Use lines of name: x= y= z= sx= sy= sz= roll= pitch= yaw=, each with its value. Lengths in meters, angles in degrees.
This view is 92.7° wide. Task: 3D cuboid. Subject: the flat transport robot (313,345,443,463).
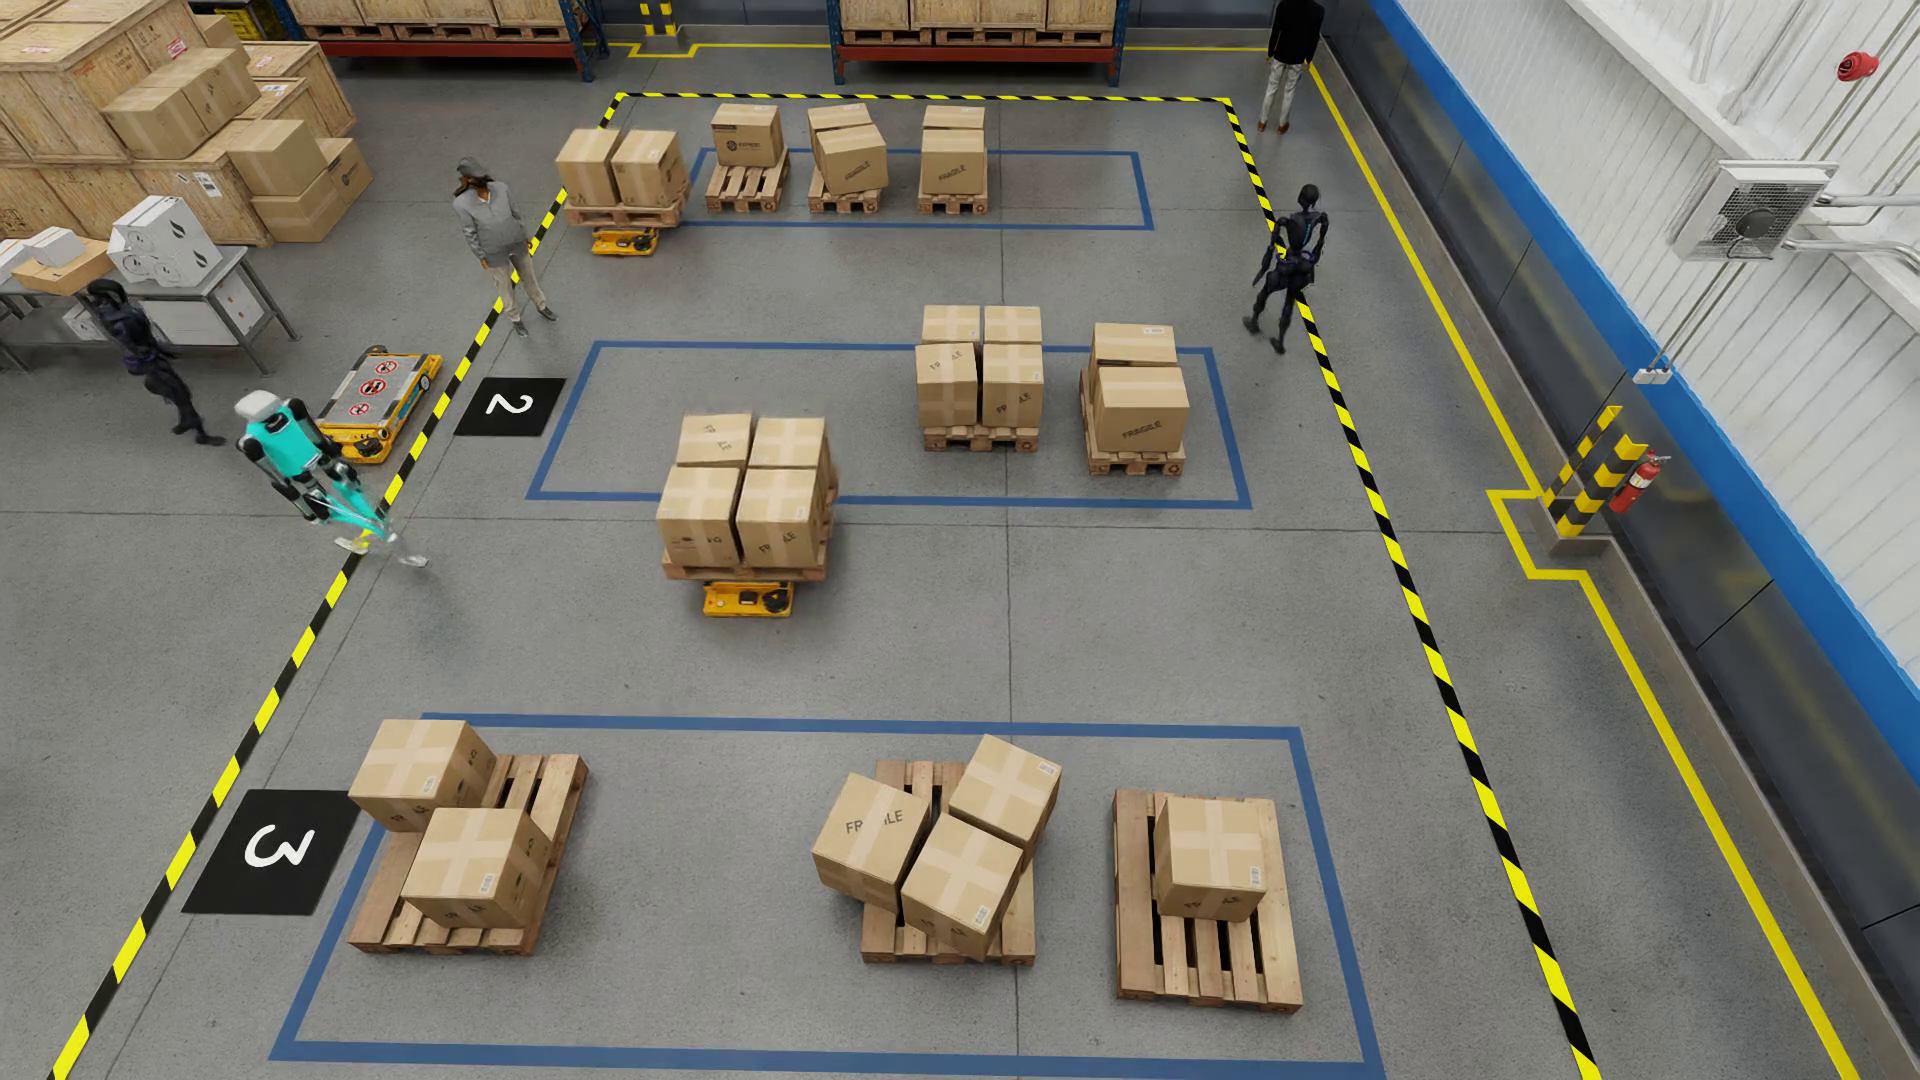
flat transport robot: x=-5.383 y=-1.269 z=8.441 sx=0.659 sy=0.231 sz=1.431 roll=1 pitch=50 yaw=1

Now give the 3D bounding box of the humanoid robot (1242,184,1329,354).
humanoid robot: x=3.086 y=-2.574 z=8.627 sx=0.583 sy=1.638 sz=0.604 roll=-7 pitch=50 yaw=-6

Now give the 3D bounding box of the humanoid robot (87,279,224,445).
humanoid robot: x=-6.778 y=-1.467 z=7.686 sx=0.449 sy=1.632 sz=0.609 roll=-26 pitch=55 yaw=-21

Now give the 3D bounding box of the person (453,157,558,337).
person: x=-4.374 y=-2.807 z=8.757 sx=0.396 sy=1.769 sz=0.573 roll=34 pitch=58 yaw=25

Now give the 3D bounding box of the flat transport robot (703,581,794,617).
flat transport robot: x=-1.611 y=-0.016 z=7.363 sx=0.652 sy=0.197 sz=1.431 roll=1 pitch=50 yaw=1

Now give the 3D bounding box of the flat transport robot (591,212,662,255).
flat transport robot: x=-3.723 y=-3.746 z=10.519 sx=0.652 sy=0.197 sz=1.431 roll=1 pitch=50 yaw=1

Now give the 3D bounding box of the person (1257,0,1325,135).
person: x=4.107 y=-6.031 z=11.413 sx=0.587 sy=1.885 sz=0.361 roll=18 pitch=52 yaw=15

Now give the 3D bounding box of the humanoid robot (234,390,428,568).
humanoid robot: x=-4.478 y=-0.336 z=6.685 sx=1.026 sy=1.730 sz=0.537 roll=10 pitch=51 yaw=9
